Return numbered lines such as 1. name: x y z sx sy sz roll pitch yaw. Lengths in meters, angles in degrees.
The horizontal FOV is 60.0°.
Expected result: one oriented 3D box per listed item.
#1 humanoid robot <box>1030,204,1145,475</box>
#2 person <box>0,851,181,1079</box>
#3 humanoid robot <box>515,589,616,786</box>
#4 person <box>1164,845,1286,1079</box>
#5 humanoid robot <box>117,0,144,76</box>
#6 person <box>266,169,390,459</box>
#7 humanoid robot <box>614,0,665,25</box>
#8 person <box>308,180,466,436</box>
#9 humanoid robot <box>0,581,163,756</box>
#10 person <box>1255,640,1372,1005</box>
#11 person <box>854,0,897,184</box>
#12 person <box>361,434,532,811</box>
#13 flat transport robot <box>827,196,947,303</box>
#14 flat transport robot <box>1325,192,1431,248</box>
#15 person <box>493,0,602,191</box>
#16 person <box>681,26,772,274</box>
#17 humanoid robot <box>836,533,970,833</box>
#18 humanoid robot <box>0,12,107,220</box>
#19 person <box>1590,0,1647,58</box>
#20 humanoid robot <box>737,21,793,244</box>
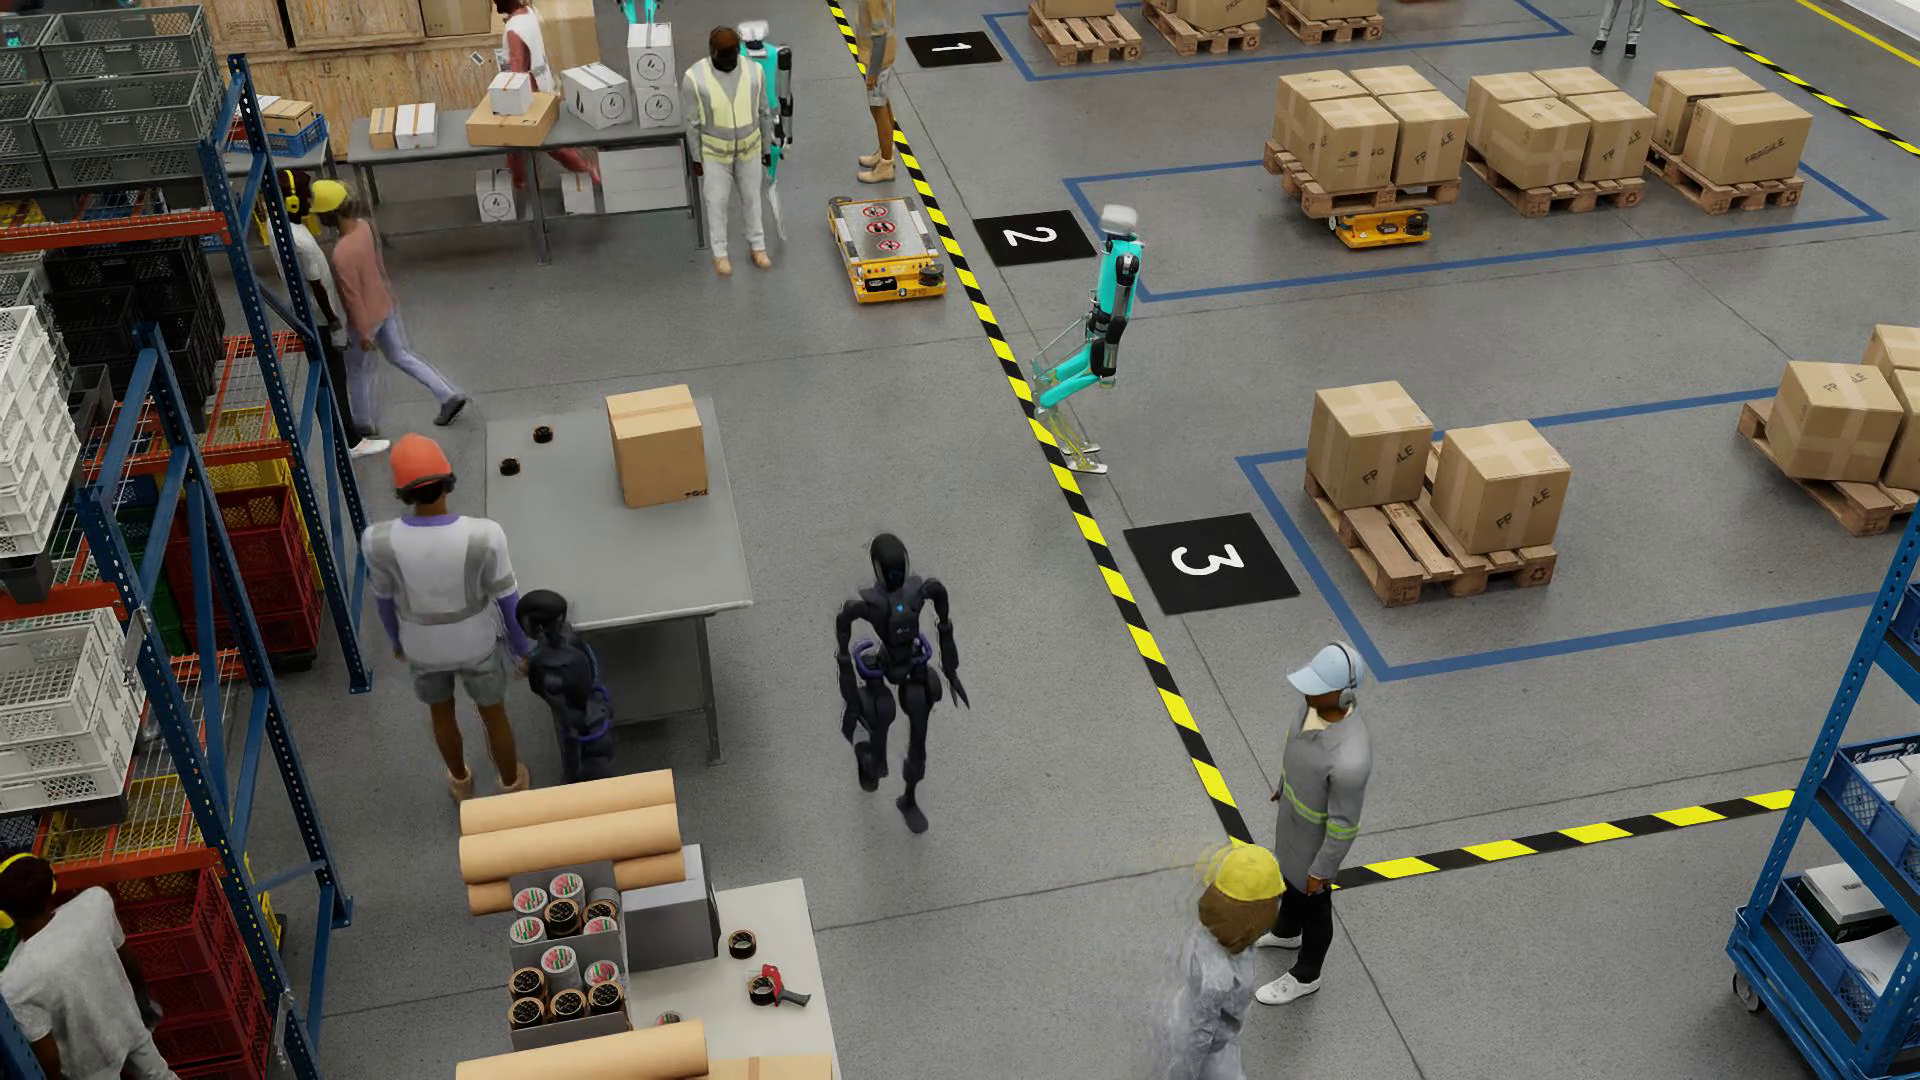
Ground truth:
1. humanoid robot: 0.677 -1.166 9.782 0.735 1.672 0.533 -1 37 -1
2. person: -3.029 1.770 5.833 0.334 1.872 0.512 11 38 14
3. humanoid robot: -1.663 0.879 7.220 0.579 1.626 0.613 -5 37 -7
4. person: 0.993 1.780 5.954 0.693 1.698 0.522 8 37 11
5. humanoid robot: -7.471 -5.184 15.316 0.538 1.770 0.966 29 46 33
6. person: -3.866 -1.352 10.035 0.328 1.865 0.517 -30 46 -34
7. humanoid robot: -2.890 -4.864 14.878 0.538 1.739 1.027 -5 37 -6
8. person: -3.587 -1.400 10.213 0.806 1.721 0.534 3 37 3
9. humanoid robot: -4.235 0.464 7.738 1.040 1.769 0.548 -8 37 -11
10. person: 1.395 1.136 6.701 0.369 1.852 0.588 -4 37 -6
11. person: -0.691 -3.853 13.248 0.371 2.040 0.614 1 37 2
12. person: -2.267 0.431 7.517 0.642 2.025 0.461 -7 37 -10
13. flat transport robot: -0.570 -2.220 12.538 0.659 0.231 1.431 -8 37 -10
14. flat transport robot: 3.134 -2.740 13.213 0.652 0.197 1.431 -8 37 -10
15. person: -3.300 -3.463 12.862 0.959 1.880 0.596 -7 37 -9
16. person: -1.655 -2.813 12.026 0.623 1.835 0.432 -13 38 -16
17. humanoid robot: -0.286 0.610 7.560 0.600 1.645 0.472 -14 39 -18
18. humanoid robot: -6.659 -3.137 12.503 0.742 1.749 0.535 -23 42 -28
19. person: 6.346 -5.449 15.566 0.600 1.830 0.404 14 39 18
20. humanoid robot: -1.534 -3.043 12.426 0.550 1.809 0.726 -10 38 -14
